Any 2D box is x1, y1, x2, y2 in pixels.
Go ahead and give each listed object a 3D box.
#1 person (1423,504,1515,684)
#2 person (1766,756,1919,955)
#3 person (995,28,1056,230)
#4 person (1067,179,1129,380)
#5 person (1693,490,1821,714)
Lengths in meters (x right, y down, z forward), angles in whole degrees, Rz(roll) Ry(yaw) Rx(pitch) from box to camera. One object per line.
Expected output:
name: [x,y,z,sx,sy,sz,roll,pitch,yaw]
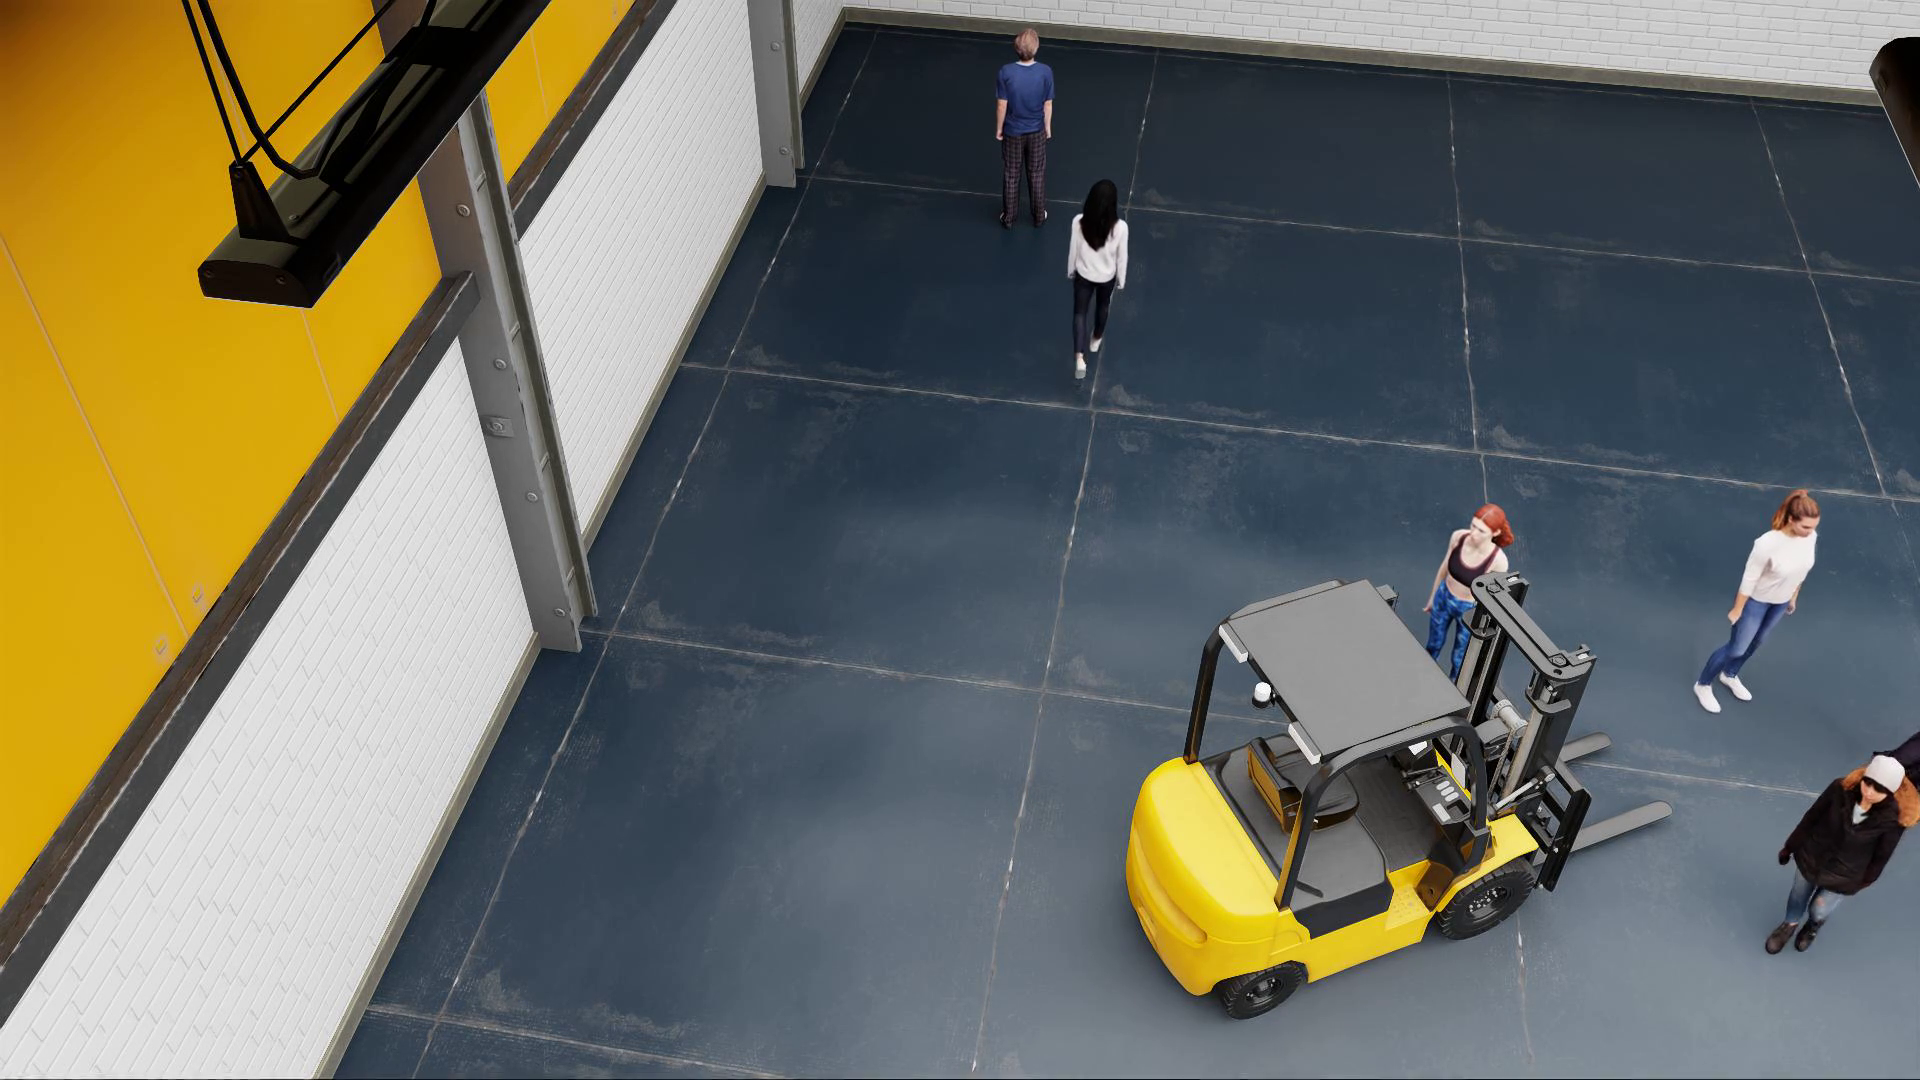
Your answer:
person: [3.107,0.456,10.356,0.737,1.784,0.686,-31,52,-28]
person: [4.834,1.714,9.152,0.808,1.624,0.755,-30,51,-28]
person: [0.563,-3.583,14.533,0.705,1.871,0.606,-2,44,-2]
person: [1.044,-2.034,13.049,0.627,1.675,1.005,6,44,6]
person: [5.073,0.359,10.501,0.704,1.724,0.720,-14,45,-14]
